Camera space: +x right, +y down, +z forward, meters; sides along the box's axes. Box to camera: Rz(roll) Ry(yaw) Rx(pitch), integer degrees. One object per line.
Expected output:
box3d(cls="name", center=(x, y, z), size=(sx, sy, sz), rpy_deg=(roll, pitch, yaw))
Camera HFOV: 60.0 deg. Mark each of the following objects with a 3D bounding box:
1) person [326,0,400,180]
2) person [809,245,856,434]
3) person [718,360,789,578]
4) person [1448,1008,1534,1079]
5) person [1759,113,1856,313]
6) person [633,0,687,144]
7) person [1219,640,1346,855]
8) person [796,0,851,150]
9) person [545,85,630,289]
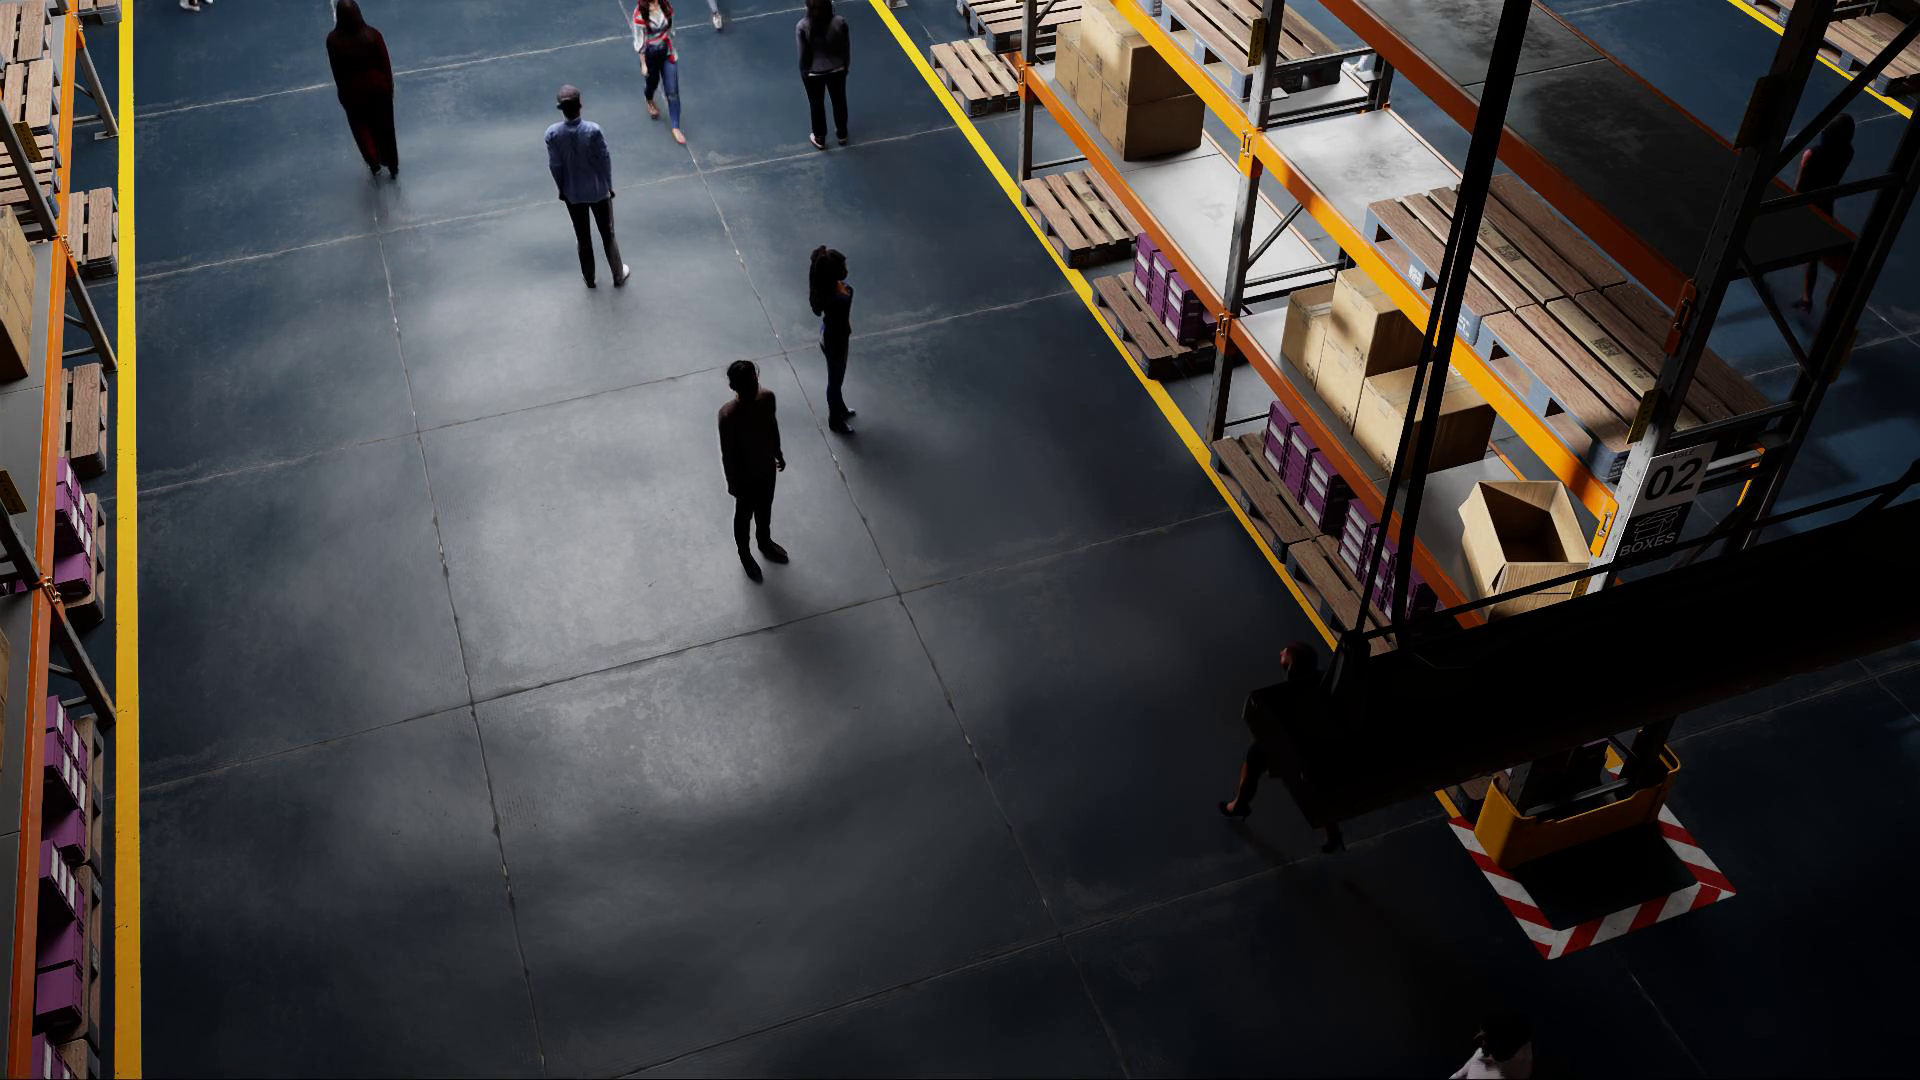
box3d(cls="person", center=(-5.427, -4.076, 15.233), size=(0.674, 1.748, 0.675), rpy_deg=(-15, 46, -16))
box3d(cls="person", center=(-0.945, -1.529, 12.654), size=(0.746, 1.617, 0.616), rpy_deg=(2, 44, 2))
box3d(cls="person", center=(-1.430, -0.519, 11.486), size=(0.713, 1.767, 0.673), rpy_deg=(-28, 50, -26))
box3d(cls="person", center=(2.595, 2.832, 7.918), size=(1.081, 1.836, 0.962), rpy_deg=(24, 49, 23))
box3d(cls="person", center=(7.090, -2.691, 13.817), size=(0.853, 1.696, 1.278), rpy_deg=(-3, 44, -3))
box3d(cls="person", center=(-2.939, -4.675, 15.984), size=(0.702, 1.579, 1.098), rpy_deg=(-20, 47, -20))
box3d(cls="person", center=(1.975, 1.245, 9.722), size=(1.127, 1.646, 0.904), rpy_deg=(31, 52, 28))
box3d(cls="person", center=(-1.286, -4.478, 15.763), size=(0.675, 1.600, 0.653), rpy_deg=(-11, 45, -12))
box3d(cls="person", center=(-3.134, -2.946, 13.947), size=(0.701, 1.885, 0.654), rpy_deg=(-4, 44, -5))
